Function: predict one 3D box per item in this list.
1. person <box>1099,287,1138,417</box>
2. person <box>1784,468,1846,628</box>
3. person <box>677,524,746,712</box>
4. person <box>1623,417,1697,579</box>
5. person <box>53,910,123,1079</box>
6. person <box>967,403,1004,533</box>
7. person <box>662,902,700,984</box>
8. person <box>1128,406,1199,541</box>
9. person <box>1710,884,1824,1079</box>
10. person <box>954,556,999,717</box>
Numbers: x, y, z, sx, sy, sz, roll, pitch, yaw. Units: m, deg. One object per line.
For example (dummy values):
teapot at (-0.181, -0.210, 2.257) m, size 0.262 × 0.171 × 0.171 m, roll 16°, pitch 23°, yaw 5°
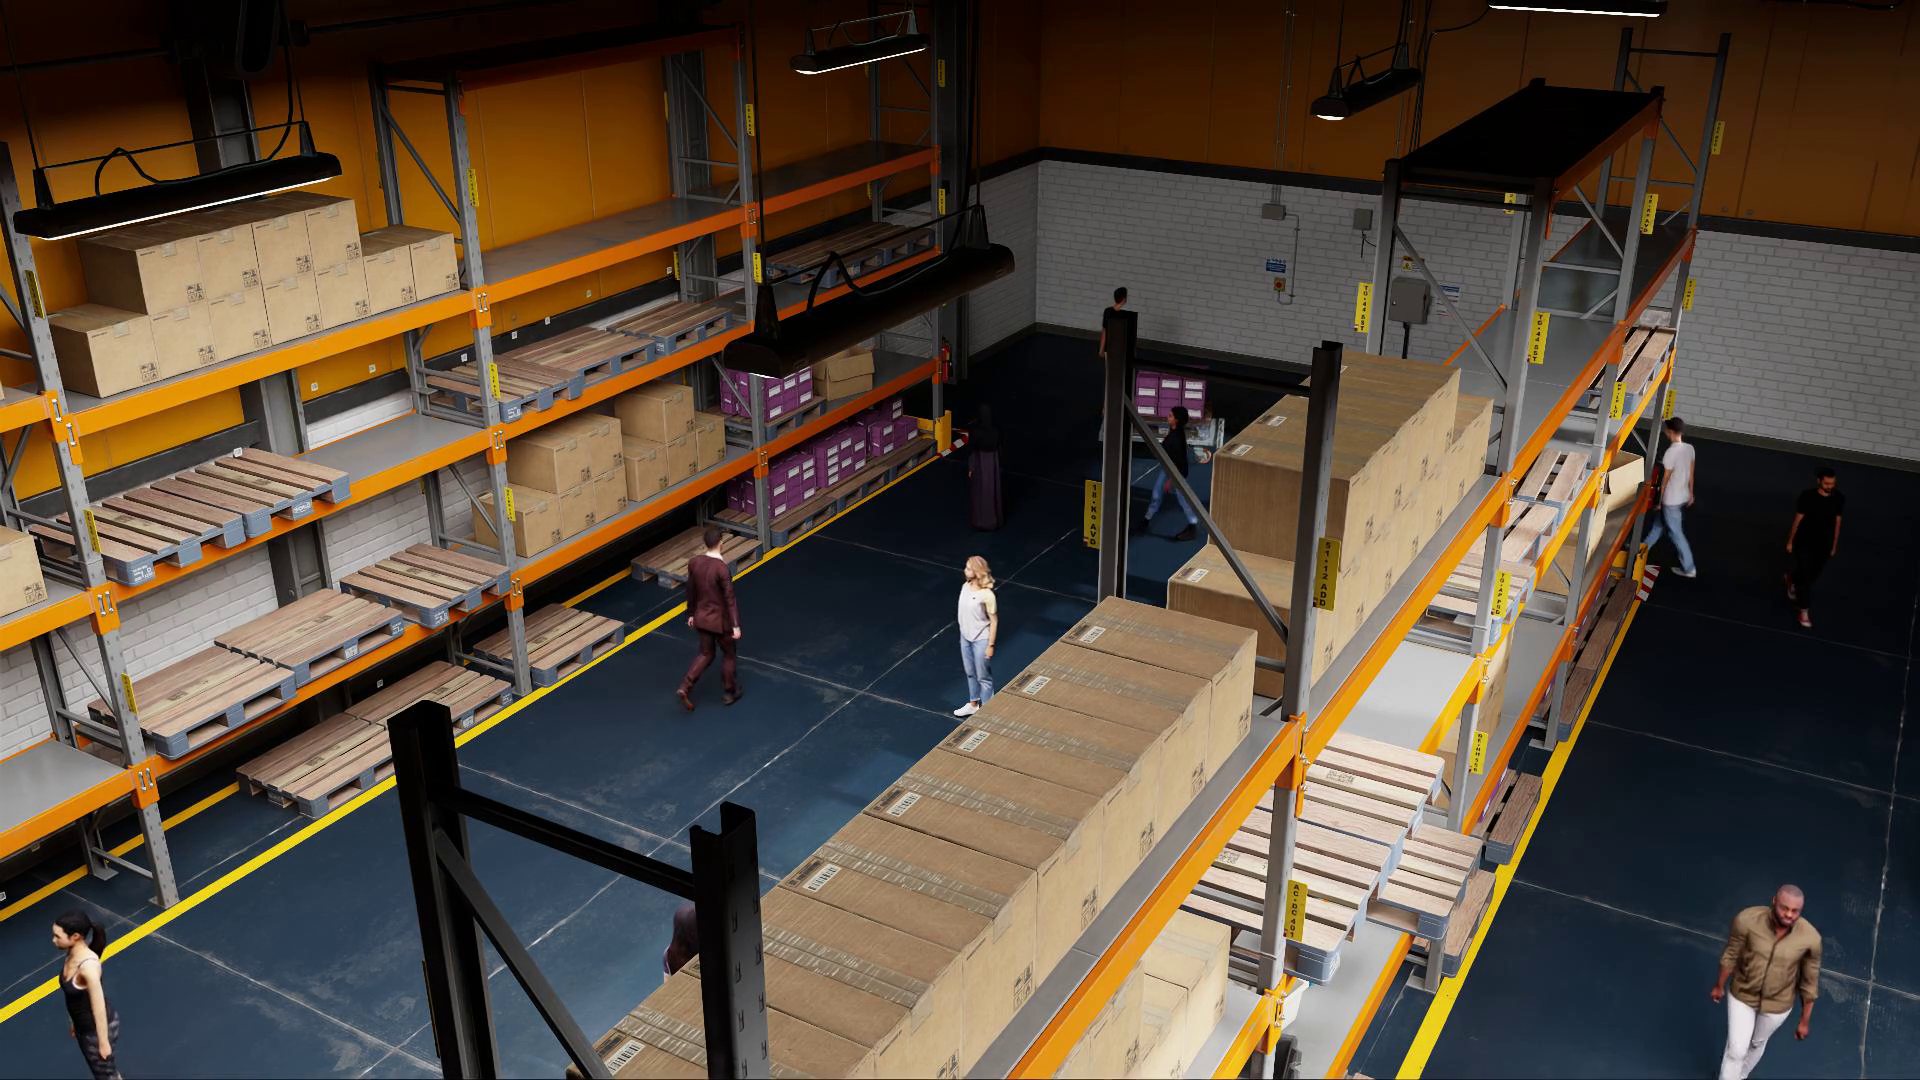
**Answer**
person at (2.165, -2.652, 23.690) m, size 0.783 × 1.822 × 1.079 m, roll 18°, pitch 30°, yaw 36°
person at (9.050, 0.008, 17.724) m, size 0.967 × 1.726 × 1.159 m, roll 1°, pitch 24°, yaw 2°
person at (-2.393, 0.792, 15.791) m, size 0.721 × 1.838 × 0.998 m, roll 15°, pitch 28°, yaw 31°
person at (8.081, -0.427, 18.644) m, size 1.234 × 1.788 × 1.044 m, roll -18°, pitch 29°, yaw -35°
person at (-5.487, 3.102, 10.650) m, size 0.674 × 1.723 × 0.659 m, roll -21°, pitch 31°, yaw -39°
person at (0.299, -0.887, 19.912) m, size 0.703 × 1.614 × 0.768 m, roll -7°, pitch 25°, yaw -16°
person at (-1.685, 3.076, 10.729) m, size 0.650 × 1.707 × 0.608 m, roll 6°, pitch 24°, yaw 13°
person at (2.618, -0.742, 19.527) m, size 1.037 × 1.657 × 1.108 m, roll -1°, pitch 24°, yaw -3°
person at (5.235, 2.951, 10.895) m, size 0.829 × 1.804 × 0.979 m, roll 9°, pitch 25°, yaw 20°
person at (0.168, 0.925, 15.629) m, size 0.664 × 1.724 × 0.693 m, roll -17°, pitch 29°, yaw -34°
